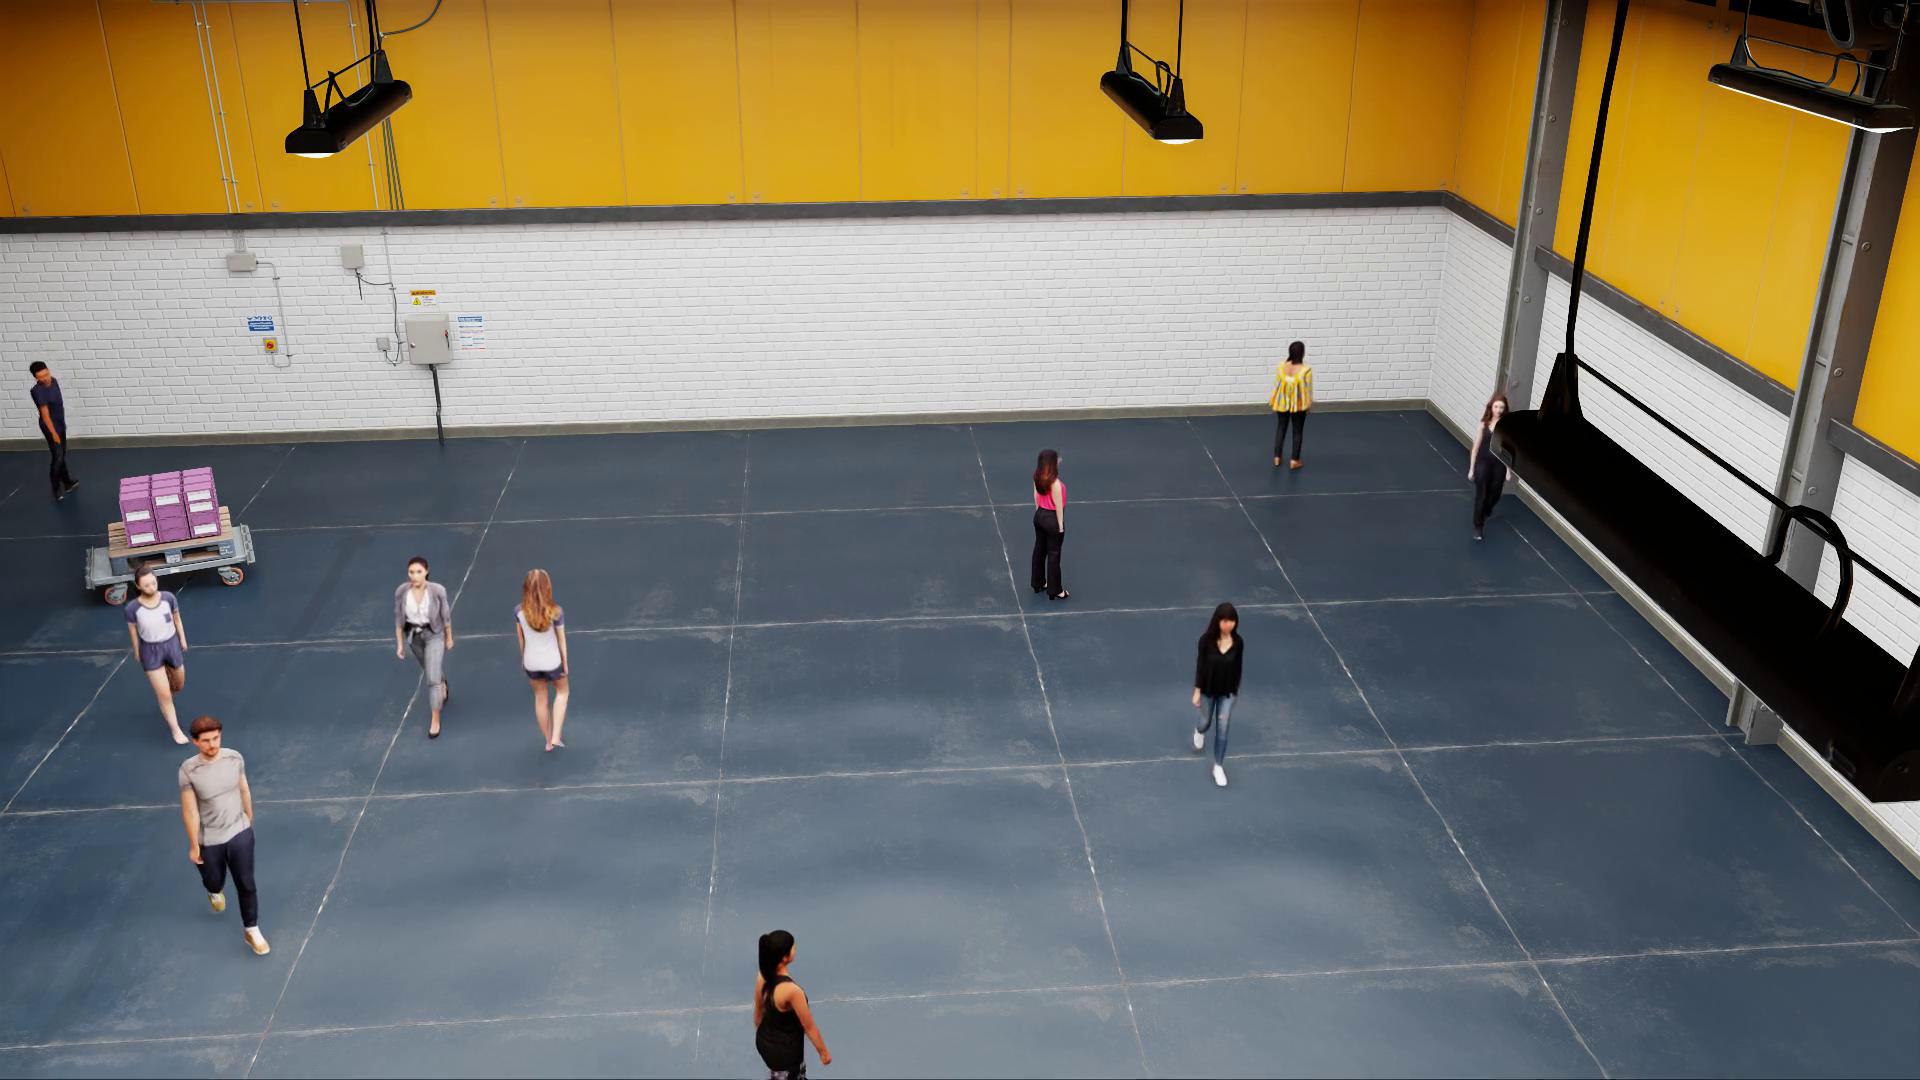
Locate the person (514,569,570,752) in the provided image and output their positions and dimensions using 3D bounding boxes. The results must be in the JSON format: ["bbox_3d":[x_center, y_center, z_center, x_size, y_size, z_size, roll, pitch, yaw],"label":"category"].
[{"bbox_3d":[-3.634,1.100,14.446,0.628,1.723,0.694,1,24,1],"label":"person"}]

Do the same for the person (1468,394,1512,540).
[{"bbox_3d":[6.049,-0.871,18.958,0.809,1.721,0.997,8,25,18],"label":"person"}]

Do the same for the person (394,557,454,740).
[{"bbox_3d":[-4.806,0.889,15.036,0.705,1.637,1.106,1,24,2],"label":"person"}]

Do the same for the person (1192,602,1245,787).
[{"bbox_3d":[2.177,1.252,14.214,0.606,1.630,0.903,-1,24,-2],"label":"person"}]

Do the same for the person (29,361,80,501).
[{"bbox_3d":[-10.959,-1.382,20.096,0.865,1.747,0.491,-10,25,-21],"label":"person"}]

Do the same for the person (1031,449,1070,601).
[{"bbox_3d":[0.944,-0.181,17.465,0.720,1.653,0.614,-16,28,-32],"label":"person"}]

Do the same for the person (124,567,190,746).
[{"bbox_3d":[-7.156,0.992,14.818,1.047,1.623,0.954,21,31,40],"label":"person"}]

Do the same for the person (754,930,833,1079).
[{"bbox_3d":[-1.136,3.094,9.988,0.967,1.641,0.992,-16,28,-33],"label":"person"}]

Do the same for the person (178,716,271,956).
[{"bbox_3d":[-5.359,2.086,12.002,1.001,1.875,1.144,-18,30,-36],"label":"person"}]

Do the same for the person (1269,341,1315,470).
[{"bbox_3d":[4.182,-1.704,20.947,0.885,1.654,0.941,15,28,31],"label":"person"}]
